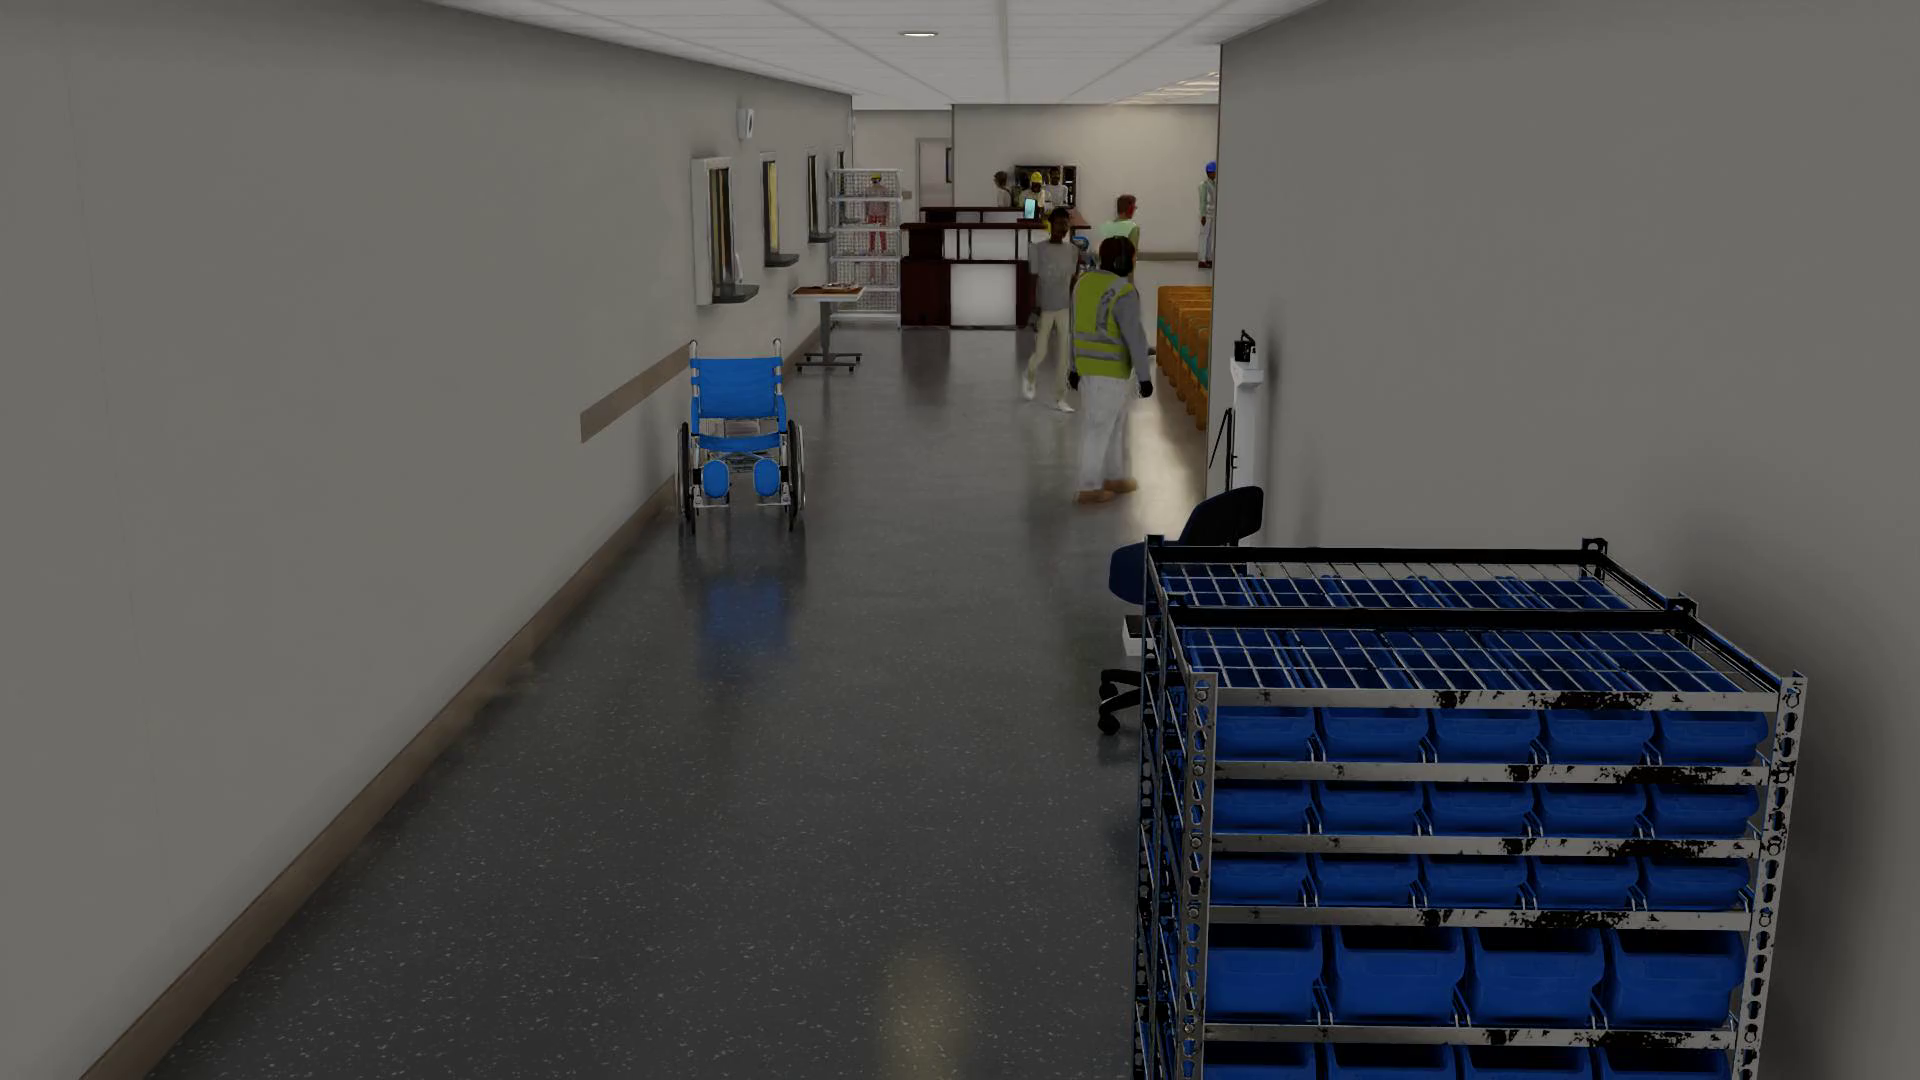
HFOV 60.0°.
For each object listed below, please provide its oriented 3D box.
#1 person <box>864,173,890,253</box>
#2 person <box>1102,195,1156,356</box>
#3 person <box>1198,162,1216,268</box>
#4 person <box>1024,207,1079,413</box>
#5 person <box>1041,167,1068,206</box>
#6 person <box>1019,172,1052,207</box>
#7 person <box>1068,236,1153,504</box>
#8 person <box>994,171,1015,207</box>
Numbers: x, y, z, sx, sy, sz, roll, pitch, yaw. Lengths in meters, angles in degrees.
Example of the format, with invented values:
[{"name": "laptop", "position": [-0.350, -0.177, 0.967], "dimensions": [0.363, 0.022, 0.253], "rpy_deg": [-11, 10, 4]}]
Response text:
[{"name": "person", "position": [-1.640, -6.383, 32.700], "dimensions": [0.533, 1.767, 0.312], "rpy_deg": [4, 15, 17]}, {"name": "person", "position": [1.882, -2.920, 18.543], "dimensions": [0.877, 1.806, 0.574], "rpy_deg": [-10, 17, -35]}, {"name": "person", "position": [4.638, -6.043, 30.943], "dimensions": [0.385, 1.948, 0.602], "rpy_deg": [9, 17, 34]}, {"name": "person", "position": [0.817, -2.109, 15.178], "dimensions": [0.519, 1.855, 0.716], "rpy_deg": [-5, 15, -19]}, {"name": "person", "position": [1.707, -5.813, 30.160], "dimensions": [0.518, 1.876, 0.326], "rpy_deg": [0, 14, -1]}, {"name": "person", "position": [1.300, -5.418, 28.674], "dimensions": [0.595, 1.825, 0.404], "rpy_deg": [-1, 14, -2]}, {"name": "person", "position": [1.089, -1.157, 11.379], "dimensions": [0.740, 1.817, 0.657], "rpy_deg": [-7, 16, -27]}, {"name": "person", "position": [0.811, -5.527, 29.102], "dimensions": [0.443, 1.822, 0.514], "rpy_deg": [5, 15, 20]}]
